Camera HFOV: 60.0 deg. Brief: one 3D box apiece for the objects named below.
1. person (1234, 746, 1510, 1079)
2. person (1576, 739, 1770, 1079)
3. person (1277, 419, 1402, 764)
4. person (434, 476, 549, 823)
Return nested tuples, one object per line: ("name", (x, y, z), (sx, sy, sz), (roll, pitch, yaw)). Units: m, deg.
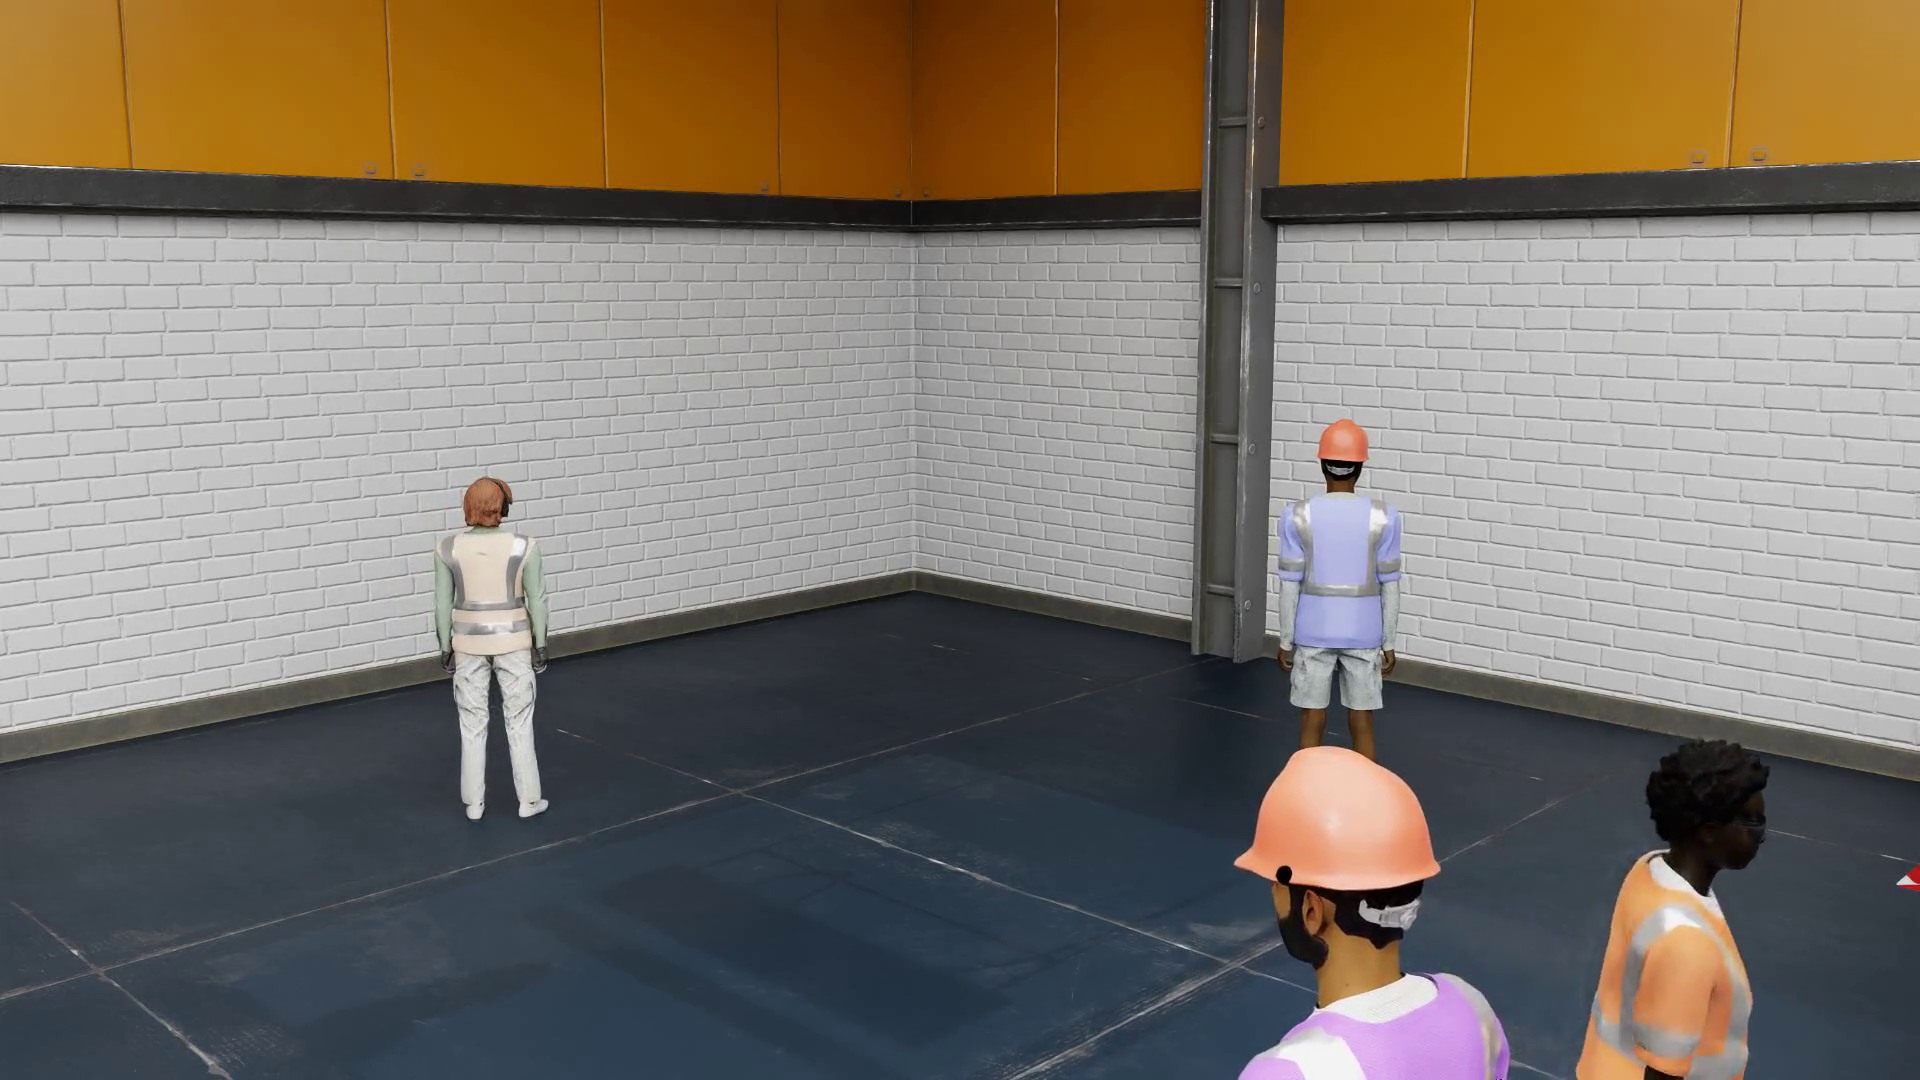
("person", (0.548, 1.255, 2.465), (0.539, 1.930, 0.382), (-9, 13, -42))
("person", (1.538, 1.218, 3.503), (0.863, 1.643, 0.546), (2, 10, 14))
("person", (1.703, 0.425, 7.518), (0.542, 1.939, 0.361), (2, 9, 11))
("person", (-2.201, 0.521, 7.847), (0.523, 1.638, 0.310), (-1, 9, -5))
